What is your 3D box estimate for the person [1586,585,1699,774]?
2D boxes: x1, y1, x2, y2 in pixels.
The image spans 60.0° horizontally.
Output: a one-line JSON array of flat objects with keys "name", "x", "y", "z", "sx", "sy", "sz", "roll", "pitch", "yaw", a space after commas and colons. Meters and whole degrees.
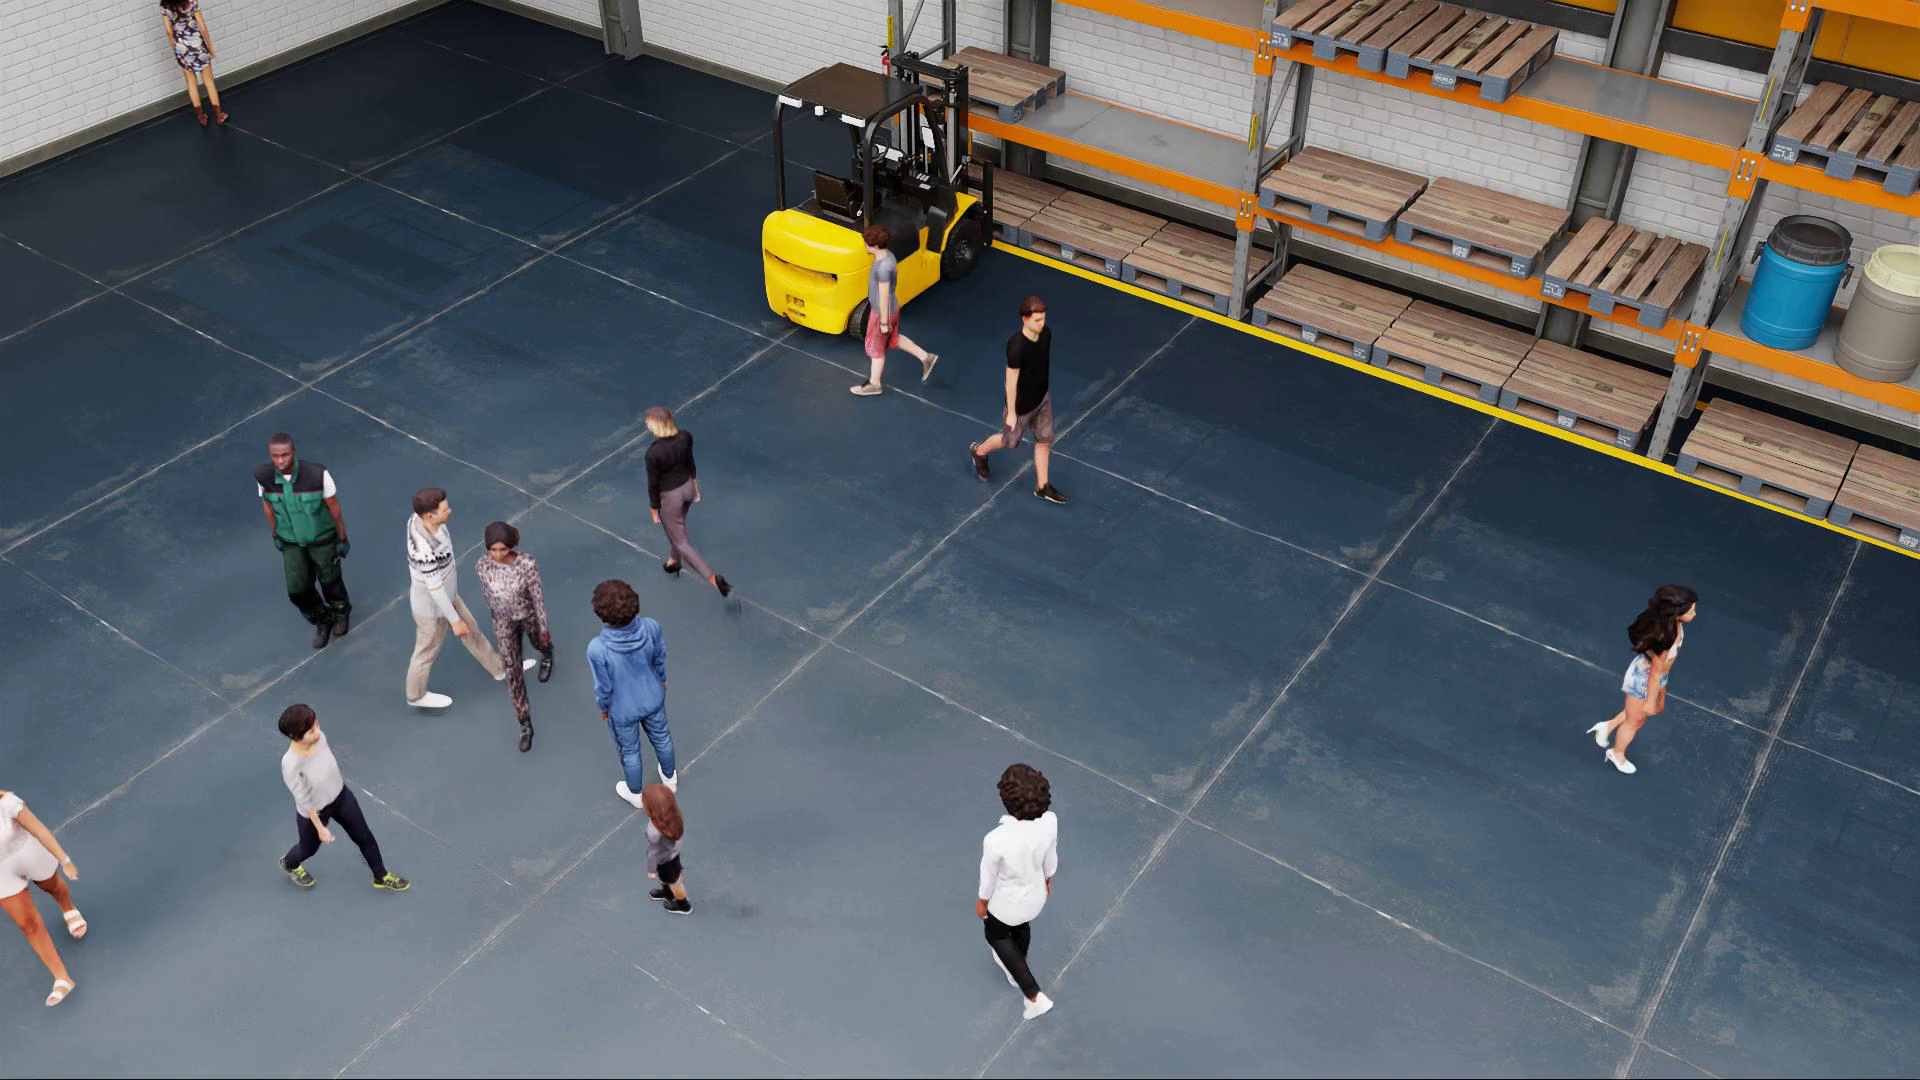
[{"name": "person", "x": 4.405, "y": 0.897, "z": 10.847, "sx": 0.650, "sy": 1.615, "sz": 0.610, "roll": 19, "pitch": 42, "yaw": 22}]

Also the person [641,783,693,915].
[{"name": "person", "x": -1.726, "y": 1.873, "z": 10.039, "sx": 0.630, "sy": 1.098, "sz": 0.580, "roll": 5, "pitch": 39, "yaw": 6}]

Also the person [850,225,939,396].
[{"name": "person", "x": -0.574, "y": -1.978, "z": 14.435, "sx": 1.092, "sy": 1.629, "sz": 0.965, "roll": -1, "pitch": 39, "yaw": -2}]

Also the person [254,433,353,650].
[{"name": "person", "x": -4.640, "y": -0.070, "z": 11.895, "sx": 0.847, "sy": 1.818, "sz": 0.912, "roll": -5, "pitch": 39, "yaw": -6}]

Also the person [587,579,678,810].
[{"name": "person", "x": -2.079, "y": 0.982, "z": 10.588, "sx": 0.742, "sy": 1.804, "sz": 0.697, "roll": -23, "pitch": 44, "yaw": -26}]

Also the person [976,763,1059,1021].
[{"name": "person", "x": 0.354, "y": 2.009, "z": 9.307, "sx": 0.847, "sy": 1.798, "sz": 1.007, "roll": -21, "pitch": 43, "yaw": -24}]

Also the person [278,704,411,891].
[{"name": "person", "x": -3.923, "y": 1.597, "z": 10.047, "sx": 1.100, "sy": 1.520, "sz": 0.746, "roll": 12, "pitch": 40, "yaw": 15}]

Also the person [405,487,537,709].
[{"name": "person", "x": -3.646, "y": 0.423, "z": 11.286, "sx": 1.235, "sy": 1.808, "sz": 1.192, "roll": -8, "pitch": 39, "yaw": -10}]

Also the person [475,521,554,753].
[{"name": "person", "x": -2.962, "y": 0.504, "z": 11.300, "sx": 1.165, "sy": 1.663, "sz": 1.119, "roll": -1, "pitch": 39, "yaw": -1}]

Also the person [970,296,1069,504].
[{"name": "person", "x": 0.455, "y": -1.154, "z": 13.239, "sx": 1.185, "sy": 1.835, "sz": 0.748, "roll": 29, "pitch": 47, "yaw": 31}]

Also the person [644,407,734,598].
[{"name": "person", "x": -2.027, "y": -0.240, "z": 12.249, "sx": 0.997, "sy": 1.642, "sz": 0.588, "roll": 24, "pitch": 44, "yaw": 27}]

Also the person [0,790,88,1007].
[{"name": "person", "x": -5.458, "y": 1.835, "z": 9.646, "sx": 1.064, "sy": 1.648, "sz": 1.210, "roll": -16, "pitch": 41, "yaw": -19}]

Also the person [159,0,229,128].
[{"name": "person", "x": -8.702, "y": -5.538, "z": 18.809, "sx": 0.654, "sy": 1.734, "sz": 0.698, "roll": -10, "pitch": 40, "yaw": -12}]
